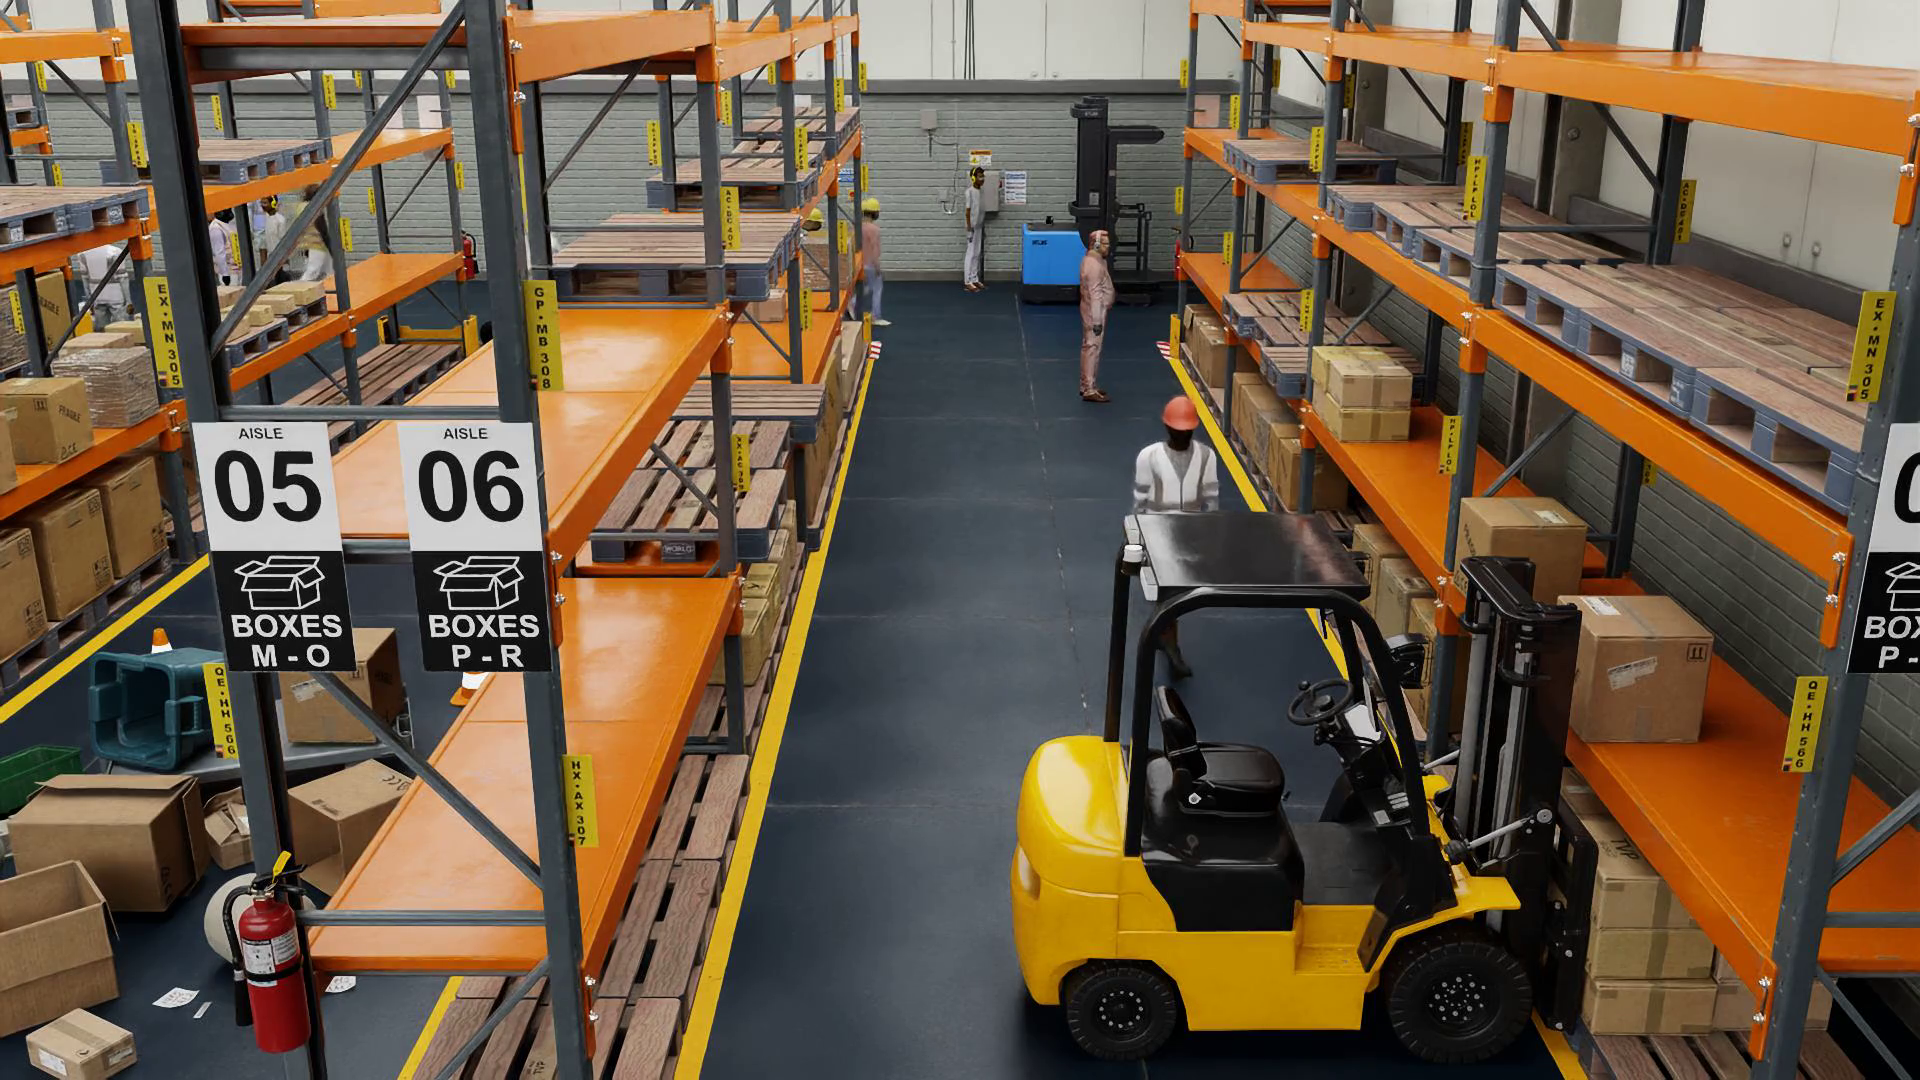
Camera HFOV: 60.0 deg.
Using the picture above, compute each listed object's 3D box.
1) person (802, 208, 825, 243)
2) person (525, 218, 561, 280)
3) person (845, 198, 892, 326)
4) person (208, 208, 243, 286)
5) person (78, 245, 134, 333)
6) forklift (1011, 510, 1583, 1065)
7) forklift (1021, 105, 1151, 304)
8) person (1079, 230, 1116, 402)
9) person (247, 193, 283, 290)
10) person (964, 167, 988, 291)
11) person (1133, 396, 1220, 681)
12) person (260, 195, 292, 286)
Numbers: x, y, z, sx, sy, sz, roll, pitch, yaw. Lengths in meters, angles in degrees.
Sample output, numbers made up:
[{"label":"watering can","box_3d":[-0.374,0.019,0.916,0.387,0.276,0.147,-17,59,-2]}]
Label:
[{"label":"person","box_3d":[-1.913,-3.472,21.795,0.321,1.731,0.490,0,18,0]},{"label":"person","box_3d":[-5.310,-3.262,21.094,0.609,1.783,0.871,-1,18,-4]},{"label":"person","box_3d":[-1.252,-3.773,22.676,0.576,1.750,0.531,-9,20,-24]},{"label":"person","box_3d":[-9.542,-3.525,21.777,0.429,1.843,0.633,-3,19,-8]},{"label":"person","box_3d":[-10.016,-2.846,19.594,0.543,1.929,0.387,1,18,4]},{"label":"forklift","box_3d":[1.387,1.055,7.378,2.313,2.155,1.214,0,18,0]},{"label":"forklift","box_3d":[1.857,-4.944,24.441,1.873,2.768,1.129,0,18,0]},{"label":"person","box_3d":[1.533,-2.506,18.598,0.405,1.904,0.652,-1,18,-2]},{"label":"person","box_3d":[-10.672,-4.828,25.561,0.545,1.942,0.347,-13,22,-34]},{"label":"person","box_3d":[0.254,-4.768,25.489,0.333,1.873,0.520,10,21,28]},{"label":"person","box_3d":[1.467,-0.048,11.201,0.565,1.883,0.984,-3,19,-10]},{"label":"person","box_3d":[-9.254,-3.804,22.600,0.326,1.862,0.510,-17,25,-42]}]
